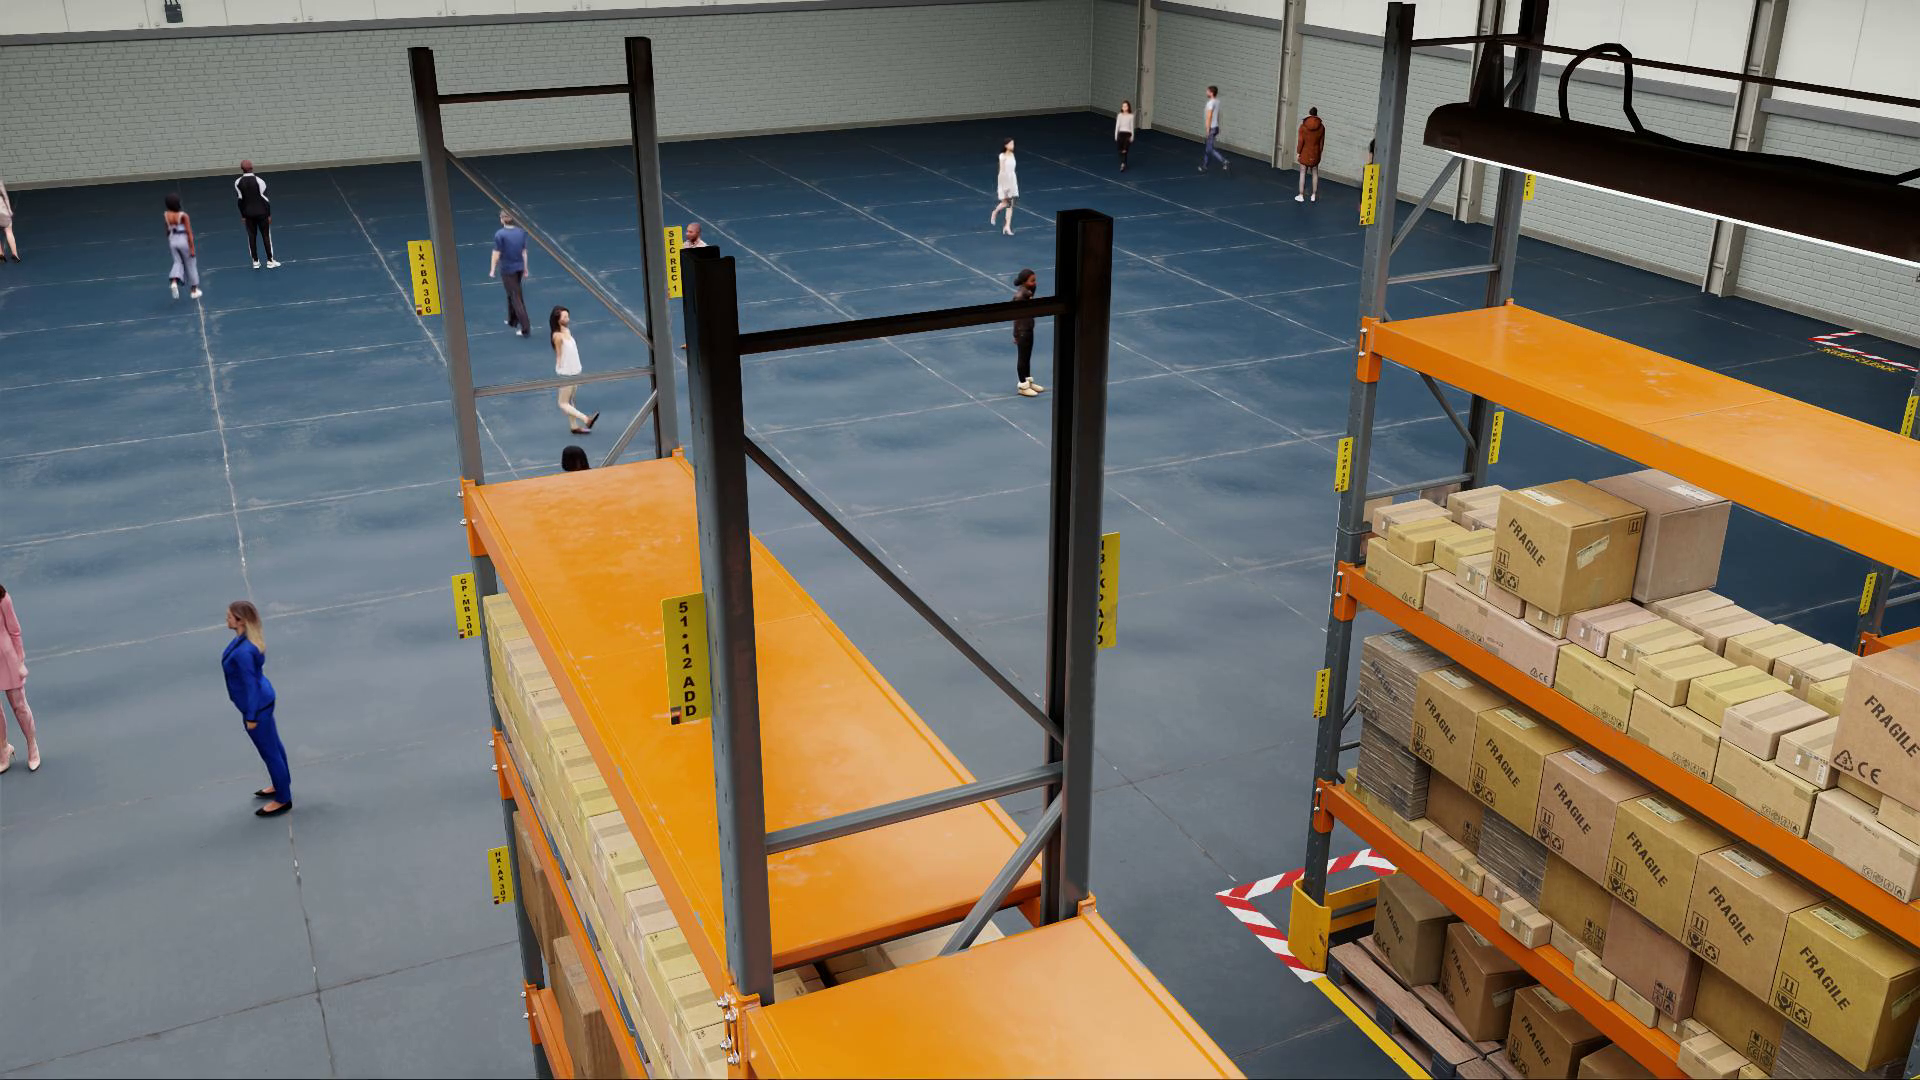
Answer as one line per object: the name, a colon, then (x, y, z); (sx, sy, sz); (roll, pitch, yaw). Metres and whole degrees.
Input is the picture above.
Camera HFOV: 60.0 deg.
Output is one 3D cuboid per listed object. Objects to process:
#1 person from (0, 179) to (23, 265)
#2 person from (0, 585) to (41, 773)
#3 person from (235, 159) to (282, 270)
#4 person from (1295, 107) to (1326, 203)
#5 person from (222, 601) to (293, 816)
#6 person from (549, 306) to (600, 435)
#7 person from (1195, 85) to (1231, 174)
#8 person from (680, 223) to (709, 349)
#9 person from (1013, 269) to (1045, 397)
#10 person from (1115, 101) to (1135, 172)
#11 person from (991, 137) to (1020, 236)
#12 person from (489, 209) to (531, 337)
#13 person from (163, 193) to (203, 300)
person: (-16.381, -5.586, 28.312); (0.653, 1.746, 0.617); (-2, 23, -6)
person: (-7.455, 0.954, 12.859); (0.657, 1.803, 0.593); (-5, 24, -11)
person: (-11.863, -5.494, 27.991); (0.724, 1.828, 0.680); (-2, 23, -4)
person: (6.973, -7.685, 33.130); (0.802, 1.838, 0.817); (-3, 23, -7)
person: (-5.205, 1.224, 12.355); (0.696, 1.700, 0.513); (-7, 24, -16)
person: (-4.609, -2.006, 20.009); (0.815, 1.655, 0.810); (10, 25, 21)
person: (5.485, -8.792, 35.729); (1.185, 1.842, 0.986); (15, 27, 31)
person: (-3.717, -3.597, 23.556); (0.732, 1.808, 0.833); (13, 26, 28)
person: (0.831, -2.718, 21.669); (0.764, 1.666, 0.703); (14, 27, 30)
person: (3.597, -8.796, 36.216); (0.882, 1.468, 0.975); (6, 24, 13)
person: (0.790, -6.447, 30.314); (0.956, 1.763, 0.842); (17, 29, 35)
person: (-6.426, -3.864, 24.141); (1.106, 1.842, 0.967); (14, 27, 30)
person: (-12.201, -4.554, 25.963); (0.833, 1.684, 0.993); (2, 23, 4)
